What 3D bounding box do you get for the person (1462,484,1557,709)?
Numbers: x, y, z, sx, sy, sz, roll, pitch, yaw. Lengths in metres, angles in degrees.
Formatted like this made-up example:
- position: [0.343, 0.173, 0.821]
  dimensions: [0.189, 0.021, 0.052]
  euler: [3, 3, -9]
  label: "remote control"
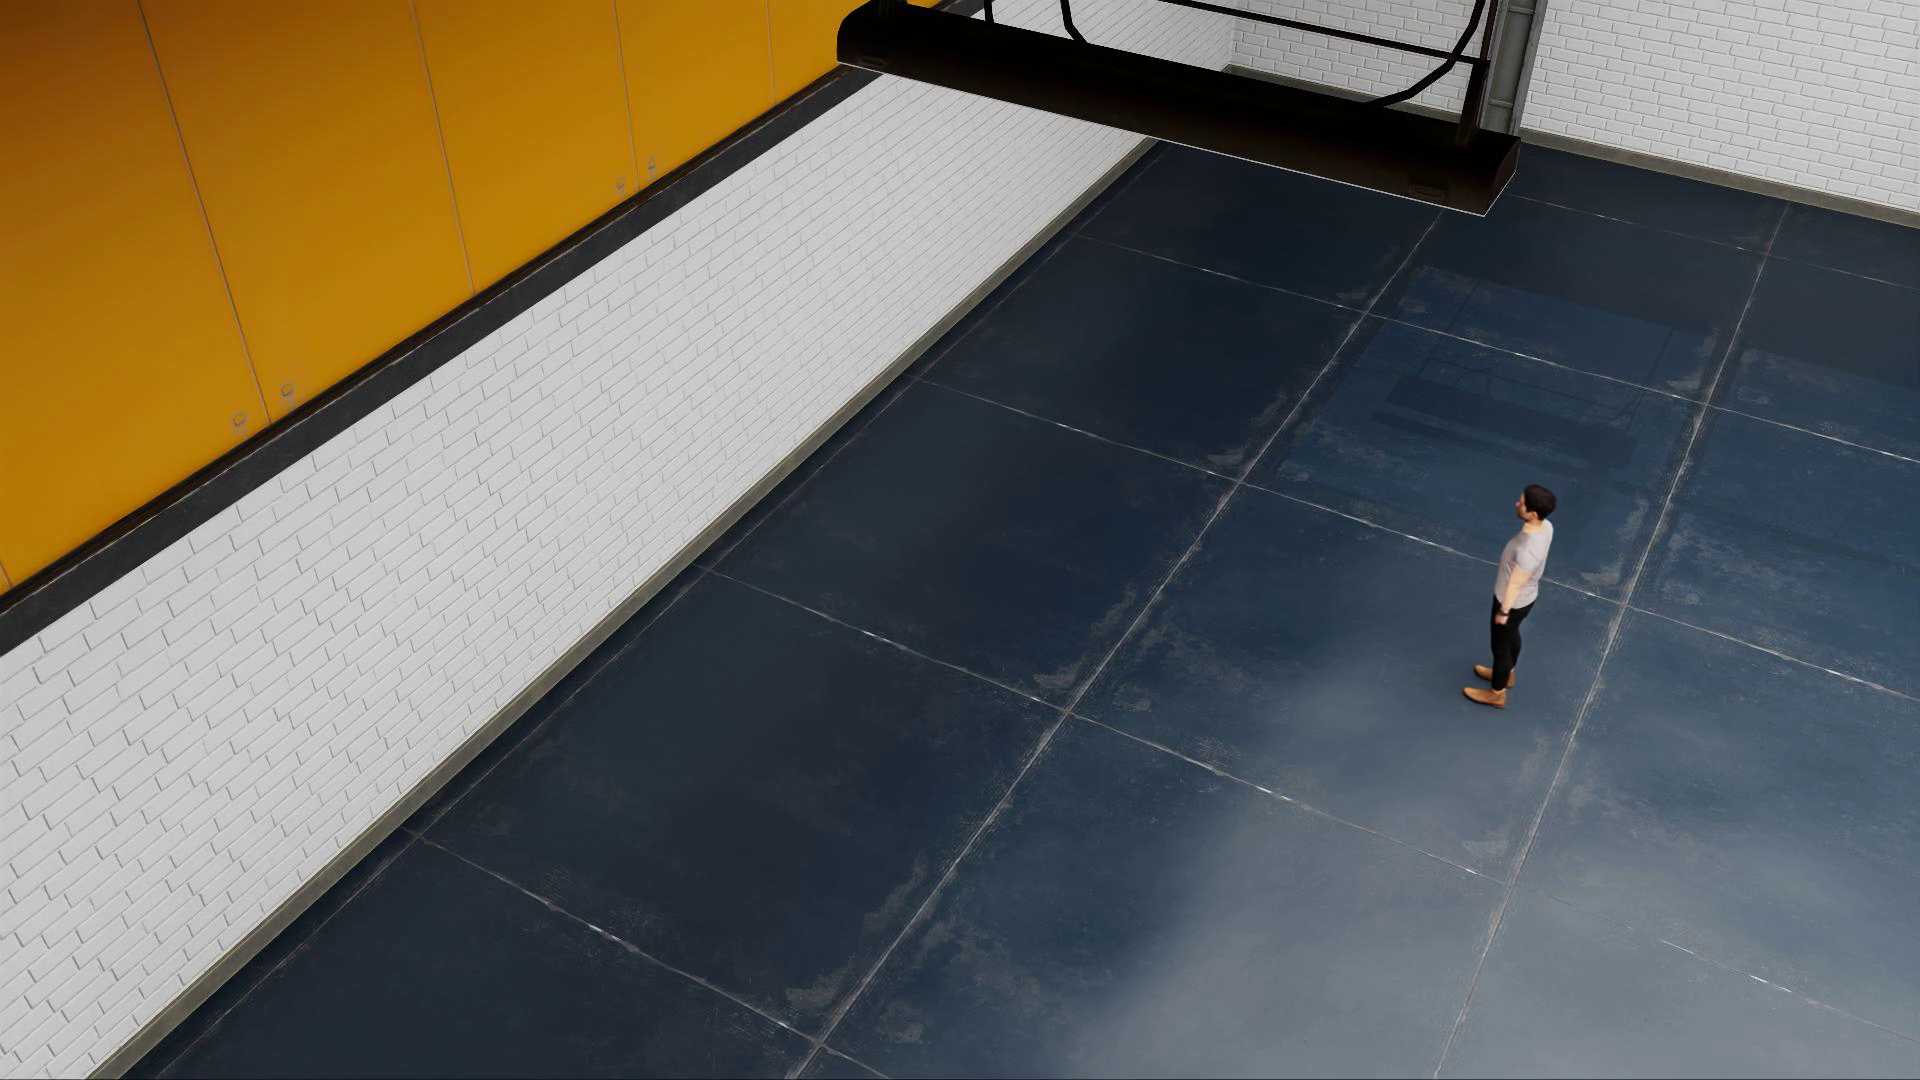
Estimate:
- position: [3.621, 0.361, 10.820]
  dimensions: [0.524, 1.718, 0.599]
  euler: [17, 42, 20]
  label: "person"
